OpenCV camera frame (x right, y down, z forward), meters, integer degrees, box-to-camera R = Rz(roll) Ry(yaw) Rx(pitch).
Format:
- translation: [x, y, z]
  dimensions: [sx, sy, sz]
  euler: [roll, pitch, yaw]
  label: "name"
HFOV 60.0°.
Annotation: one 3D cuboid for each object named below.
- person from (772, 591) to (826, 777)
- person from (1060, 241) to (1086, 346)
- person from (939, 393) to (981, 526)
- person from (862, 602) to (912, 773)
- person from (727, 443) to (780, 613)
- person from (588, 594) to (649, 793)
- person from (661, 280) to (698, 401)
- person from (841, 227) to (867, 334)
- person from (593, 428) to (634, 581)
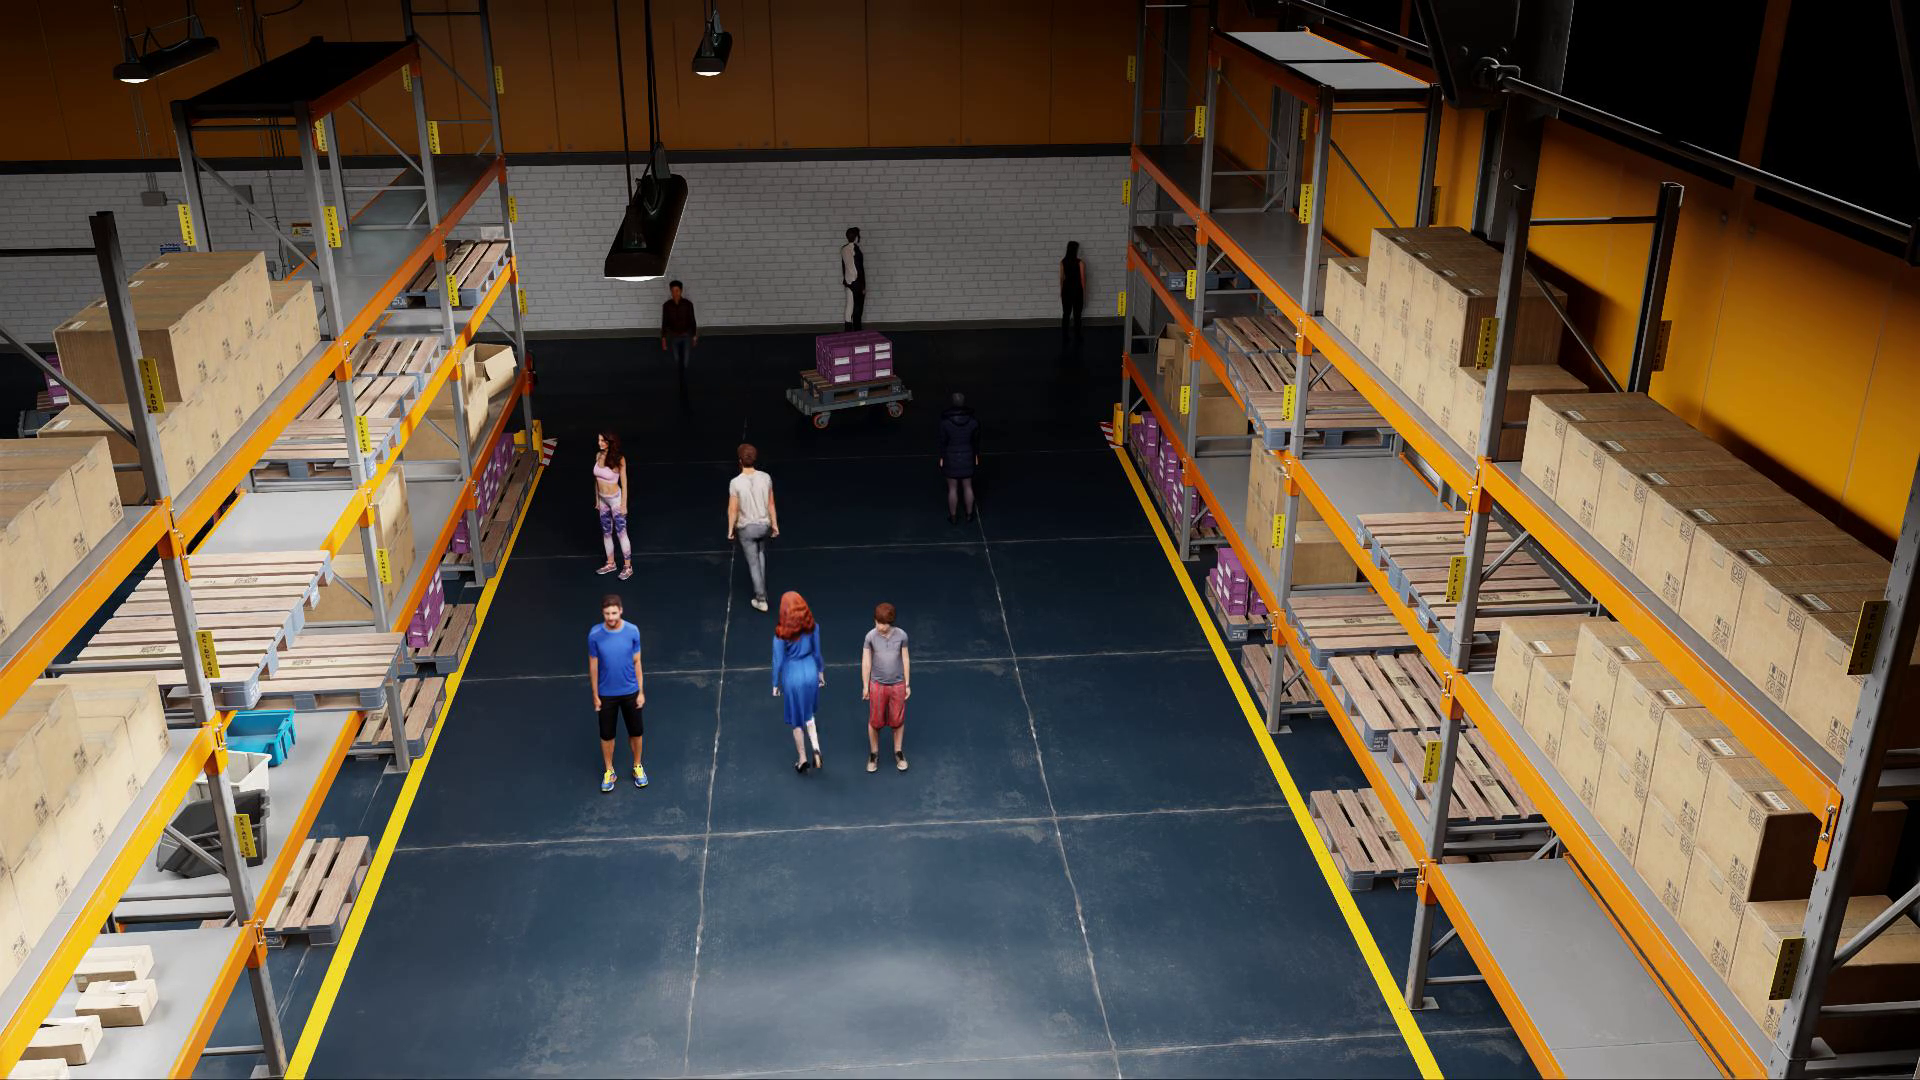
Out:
- translation: [-1.374, 1.326, 14.708]
  dimensions: [0.815, 1.817, 0.885]
  euler: [-14, 27, -30]
  label: "person"
- translation: [1.832, -4.034, 27.132]
  dimensions: [0.670, 1.688, 0.691]
  euler: [9, 25, 21]
  label: "person"
- translation: [-0.012, -0.998, 20.202]
  dimensions: [0.687, 1.674, 0.659]
  euler: [-4, 24, -10]
  label: "person"
- translation: [-0.654, 1.299, 14.979]
  dimensions: [0.580, 1.649, 0.503]
  euler: [-2, 24, -5]
  label: "person"
- translation: [-2.181, -0.102, 17.898]
  dimensions: [0.831, 1.879, 0.899]
  euler: [-13, 27, -28]
  label: "person"
- translation: [-3.011, 1.316, 14.667]
  dimensions: [0.630, 1.869, 0.592]
  euler: [-4, 24, -10]
  label: "person"
- translation: [-4.158, -2.998, 24.705]
  dimensions: [0.682, 1.734, 1.130]
  euler: [-1, 24, -3]
  label: "person"
- translation: [-1.731, -4.180, 27.211]
  dimensions: [0.840, 1.892, 0.726]
  euler: [-17, 29, -34]
  label: "person"
- translation: [-3.929, -0.418, 18.761]
  dimensions: [0.673, 1.767, 0.702]
  euler: [13, 27, 27]
  label: "person"
